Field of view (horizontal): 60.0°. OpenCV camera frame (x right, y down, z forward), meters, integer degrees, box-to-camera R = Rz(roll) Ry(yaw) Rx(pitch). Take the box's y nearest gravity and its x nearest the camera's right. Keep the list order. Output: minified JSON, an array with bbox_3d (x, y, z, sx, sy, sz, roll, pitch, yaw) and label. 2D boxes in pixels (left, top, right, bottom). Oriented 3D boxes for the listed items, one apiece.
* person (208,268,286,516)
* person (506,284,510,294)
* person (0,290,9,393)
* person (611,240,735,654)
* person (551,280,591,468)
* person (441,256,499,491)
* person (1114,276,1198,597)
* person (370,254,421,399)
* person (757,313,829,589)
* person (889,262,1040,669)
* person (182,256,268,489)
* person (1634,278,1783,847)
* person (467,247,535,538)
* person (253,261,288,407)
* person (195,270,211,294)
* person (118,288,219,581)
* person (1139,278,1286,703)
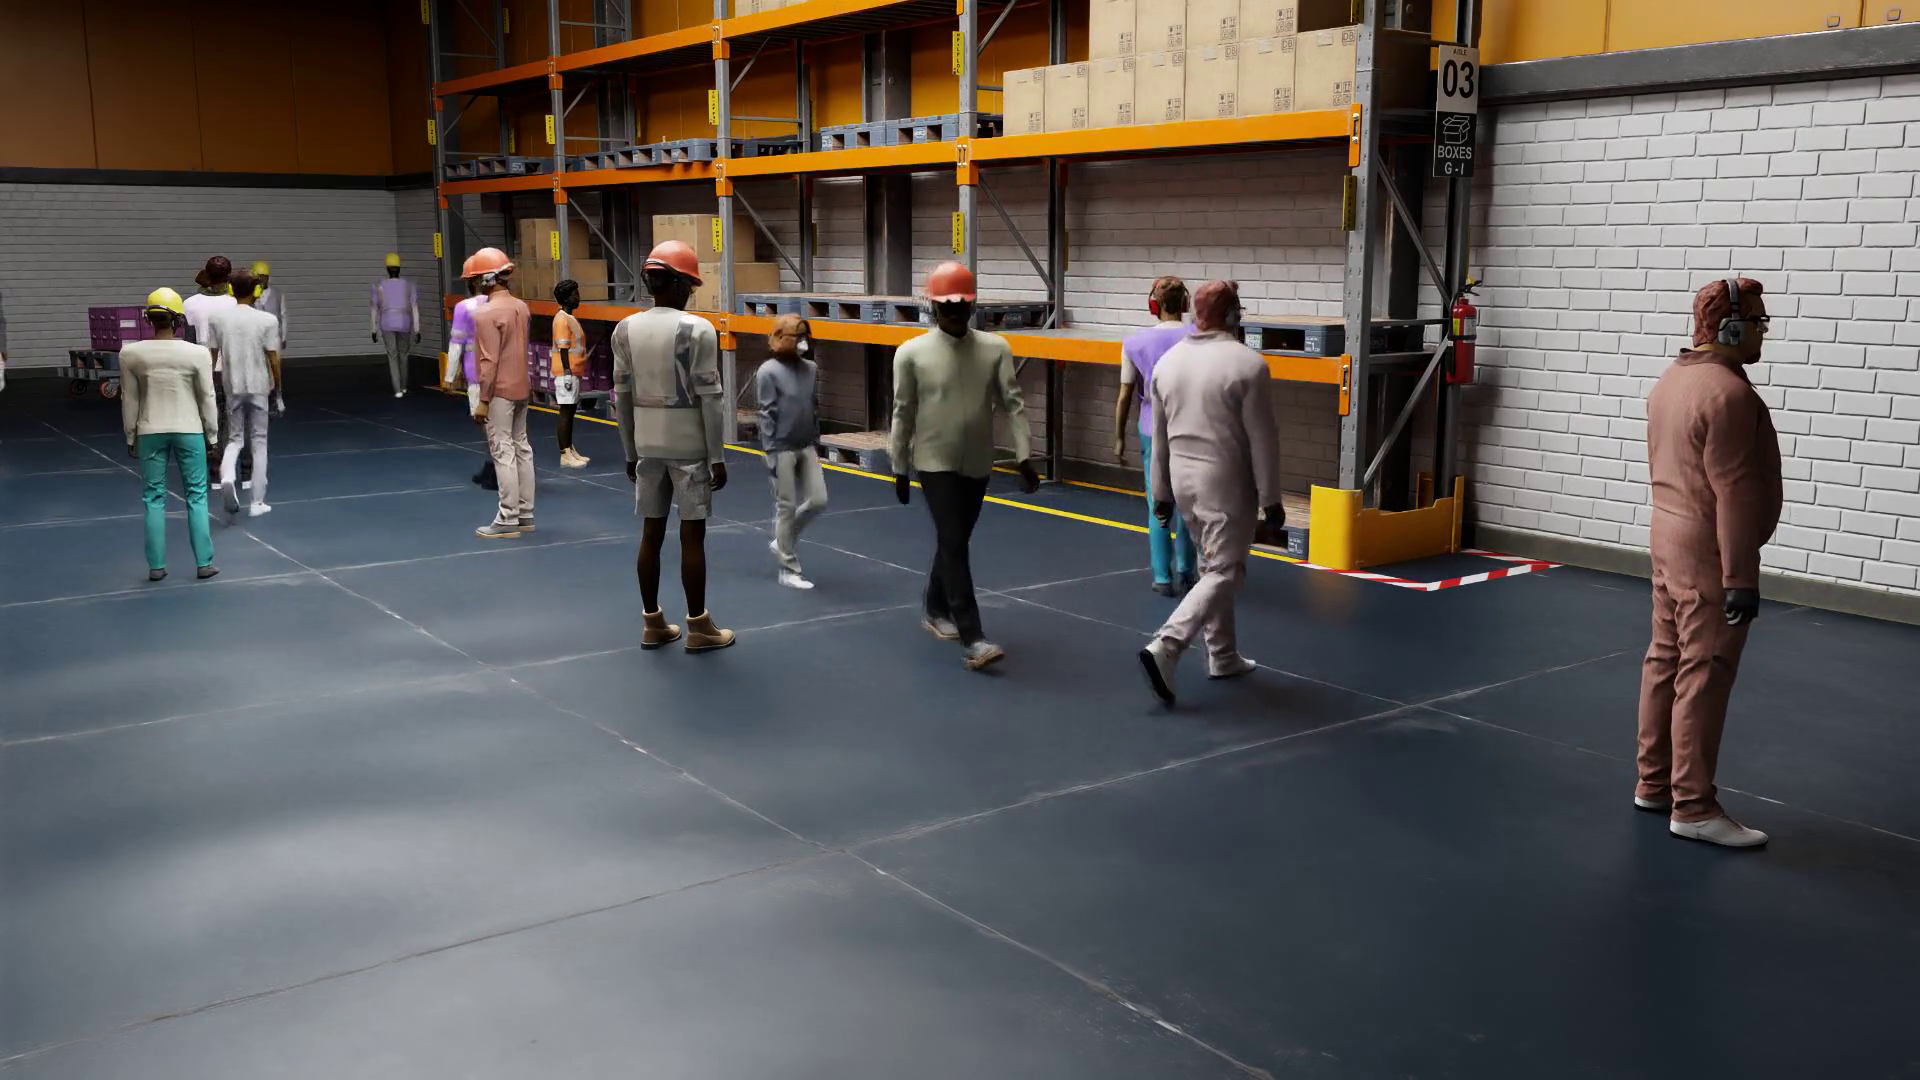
[{"bbox_3d":[-5.266,-1.066,12.214,0.548,1.844,0.597,-1,10,-7],"label":"person"},{"bbox_3d":[-5.421,-2.277,19.615,0.493,1.625,0.281,-10,14,-43],"label":"person"},{"bbox_3d":[-10.021,-1.941,16.905,0.502,1.917,0.672,6,12,32],"label":"person"},{"bbox_3d":[-1.409,-0.452,8.241,0.605,2.034,0.387,5,11,24],"label":"person"},{"bbox_3d":[-3.537,-1.505,15.084,0.316,1.696,0.540,-1,10,-5],"label":"person"},{"bbox_3d":[-3.976,-1.362,13.658,0.695,1.914,0.555,6,12,32],"label":"person"},{"bbox_3d":[1.199,-0.603,9.637,0.605,1.827,0.626,0,10,-1],"label":"person"},{"bbox_3d":[-7.416,-2.801,21.843,0.604,1.871,0.980,-4,11,-22],"label":"person"},{"bbox_3d":[-0.994,-0.519,9.768,0.386,1.620,0.508,9,13,40],"label":"person"},{"bbox_3d":[-0.003,-0.377,8.131,0.619,1.936,1.068,-5,11,-25],"label":"person"},{"bbox_3d":[-6.050,-1.370,13.704,0.597,1.918,0.382,-1,10,-5],"label":"person"},{"bbox_3d":[2.566,0.070,5.675,0.410,1.909,0.643,0,10,1],"label":"person"},{"bbox_3d":[-3.165,-1.009,11.475,0.384,1.993,0.609,2,10,11],"label":"person"},{"bbox_3d":[-8.729,-2.587,20.829,0.598,1.813,0.755,-5,11,-27],"label":"person"},{"bbox_3d":[-11.298,-3.236,24.978,0.269,1.628,0.502,-5,11,-24],"label":"person"},{"bbox_3d":[-4.751,-0.631,10.026,0.529,1.761,0.341,-3,11,-17],"label":"person"},{"bbox_3d":[1.106,-0.230,7.448,0.851,1.876,0.643,-7,12,-35],"label":"person"}]
